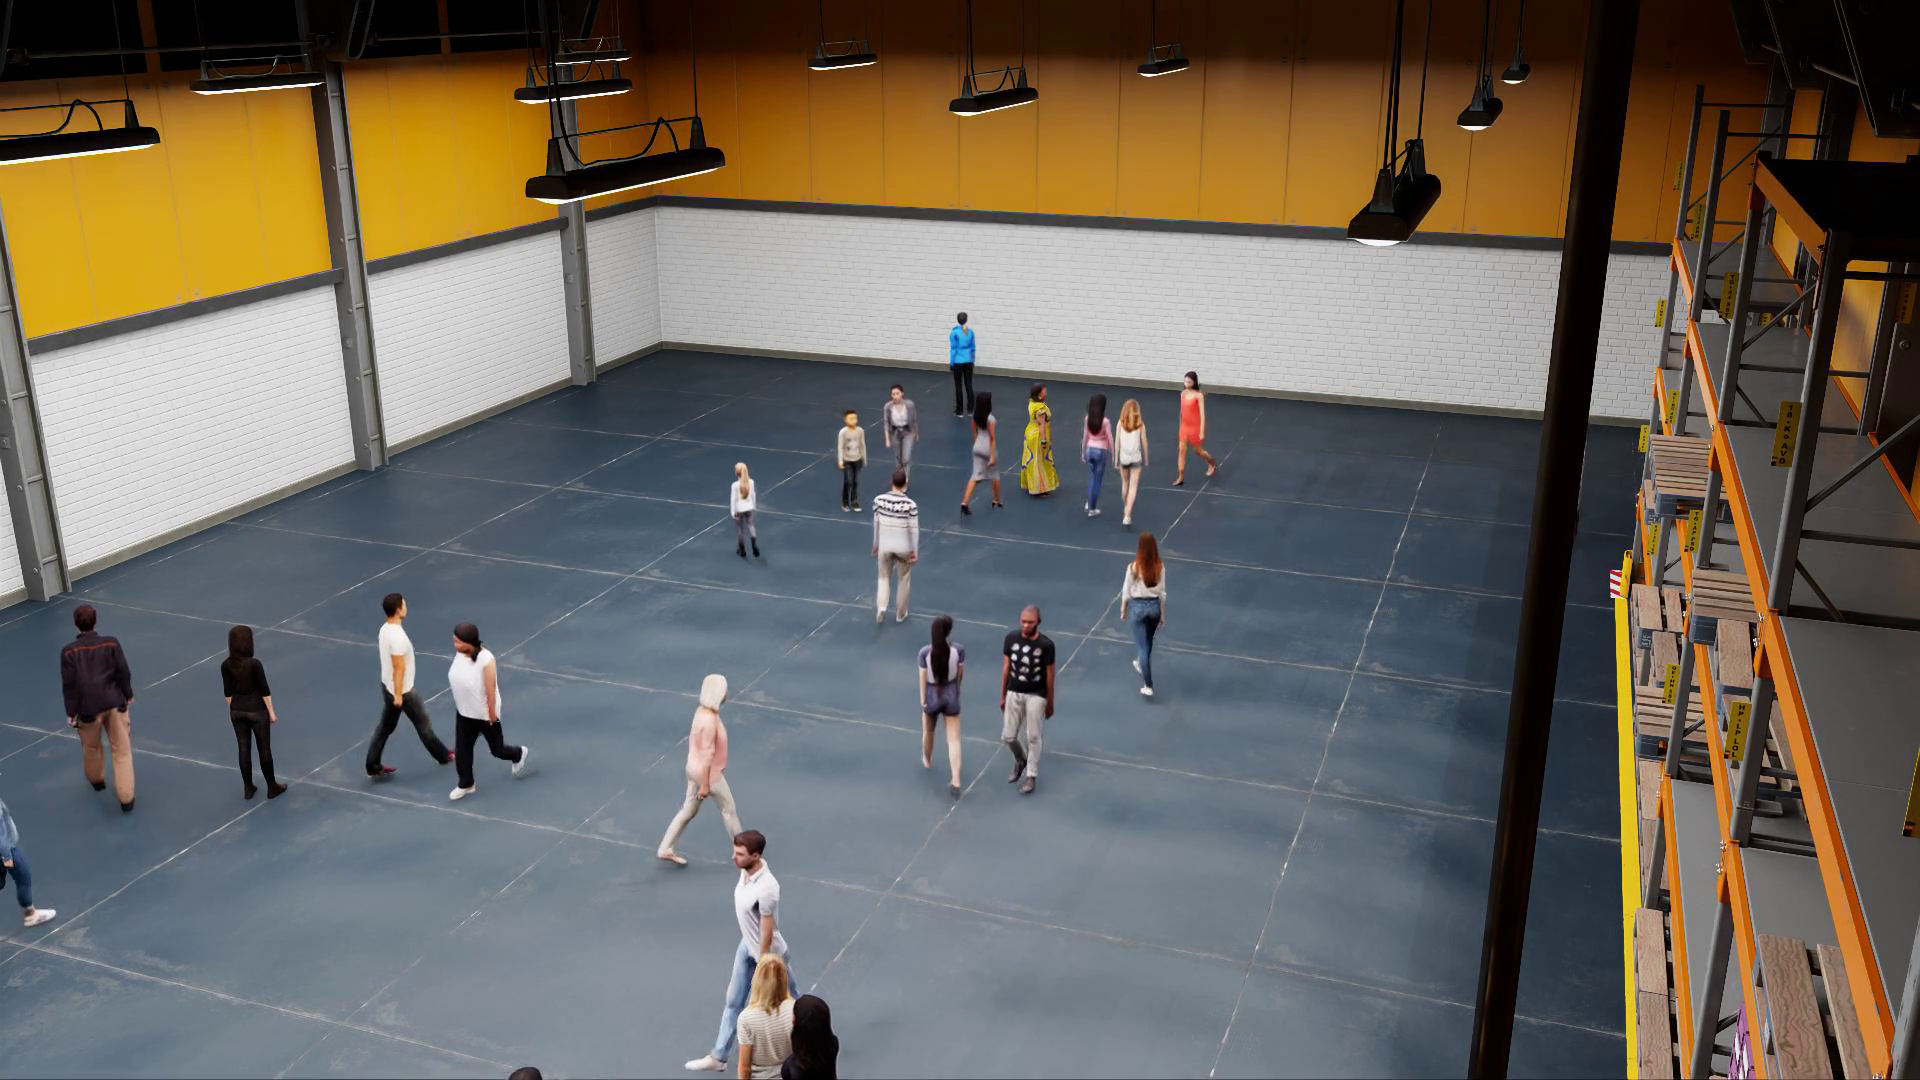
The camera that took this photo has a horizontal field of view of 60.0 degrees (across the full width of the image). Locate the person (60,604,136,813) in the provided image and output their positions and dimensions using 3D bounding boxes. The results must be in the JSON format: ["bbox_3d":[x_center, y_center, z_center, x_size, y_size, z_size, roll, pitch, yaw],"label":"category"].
[{"bbox_3d":[-7.604,1.522,14.755,1.153,1.897,1.148,-13,22,-33],"label":"person"}]

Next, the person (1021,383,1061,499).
[{"bbox_3d":[1.126,-1.459,23.978,1.056,1.659,0.950,-4,19,-12],"label":"person"}]

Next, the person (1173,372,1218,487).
[{"bbox_3d":[3.476,-1.644,24.483,0.954,1.689,1.193,17,25,41],"label":"person"}]

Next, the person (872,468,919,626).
[{"bbox_3d":[-0.765,0.116,19.024,0.784,1.836,0.876,3,19,10],"label":"person"}]

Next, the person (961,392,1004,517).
[{"bbox_3d":[0.271,-1.143,22.914,0.840,1.740,1.198,14,23,36],"label":"person"}]

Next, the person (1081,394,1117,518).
[{"bbox_3d":[1.840,-1.157,22.963,0.669,1.735,0.682,14,23,36],"label":"person"}]

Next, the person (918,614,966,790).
[{"bbox_3d":[-0.131,1.516,15.223,0.906,1.609,1.131,-3,19,-8],"label":"person"}]

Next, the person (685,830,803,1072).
[{"bbox_3d":[-1.225,2.773,11.199,1.291,1.795,1.193,-10,21,-27],"label":"person"}]

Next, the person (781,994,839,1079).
[{"bbox_3d":[-0.820,3.374,9.503,0.671,1.739,0.519,11,21,29],"label":"person"}]

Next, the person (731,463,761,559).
[{"bbox_3d":[-2.743,-0.363,21.340,0.714,1.267,0.764,-10,21,-27],"label":"person"}]

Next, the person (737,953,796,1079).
[{"bbox_3d":[-1.074,3.241,9.759,0.673,1.827,0.721,-7,20,-20],"label":"person"}]

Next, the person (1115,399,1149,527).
[{"bbox_3d":[2.314,-1.022,22.577,0.640,1.725,1.034,5,19,15],"label":"person"}]

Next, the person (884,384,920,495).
[{"bbox_3d":[-0.826,-1.473,24.110,0.842,1.601,1.175,1,19,2],"label":"person"}]

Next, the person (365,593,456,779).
[{"bbox_3d":[-5.279,1.396,15.357,1.236,1.750,1.082,-12,22,-32],"label":"person"}]

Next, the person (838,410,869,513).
[{"bbox_3d":[-1.535,-1.126,23.314,0.625,1.453,0.696,-10,21,-27],"label":"person"}]

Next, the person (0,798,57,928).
[{"bbox_3d":[-7.472,2.407,12.814,0.759,1.458,0.983,15,24,37],"label":"person"}]

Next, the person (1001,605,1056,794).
[{"bbox_3d":[0.649,1.412,15.238,0.662,1.796,0.606,7,20,19],"label":"person"}]

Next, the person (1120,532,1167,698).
[{"bbox_3d":[1.943,0.799,17.237,0.977,1.683,1.206,-4,19,-10],"label":"person"}]

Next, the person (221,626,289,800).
[{"bbox_3d":[-6.426,1.562,15.039,0.636,1.640,0.599,1,19,3],"label":"person"}]

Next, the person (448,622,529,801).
[{"bbox_3d":[-4.340,1.517,15.137,0.843,1.662,1.091,14,23,35],"label":"person"}]

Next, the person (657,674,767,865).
[{"bbox_3d":[-2.205,1.959,13.810,1.152,1.671,1.144,-5,19,-14],"label":"person"}]

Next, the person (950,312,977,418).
[{"bbox_3d":[0.049,-2.998,28.333,0.692,1.797,0.730,-6,20,-19],"label":"person"}]
